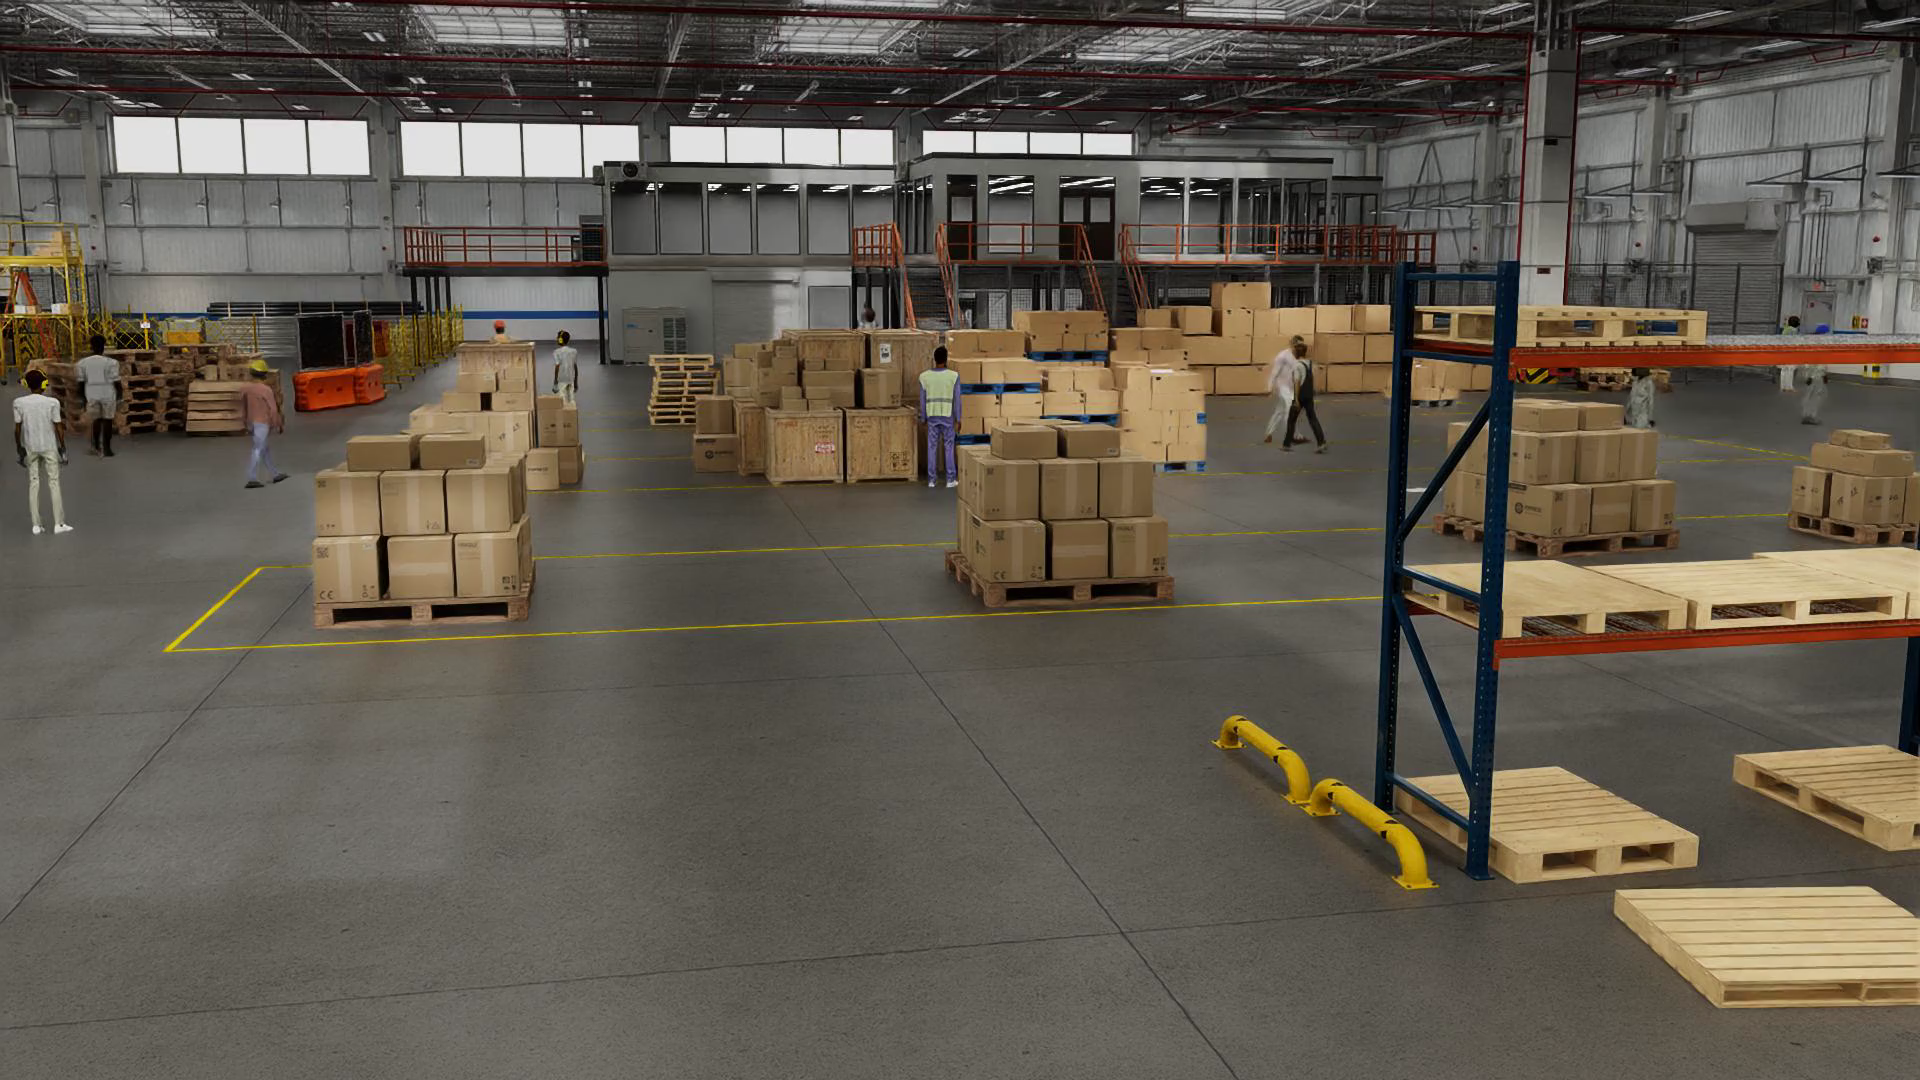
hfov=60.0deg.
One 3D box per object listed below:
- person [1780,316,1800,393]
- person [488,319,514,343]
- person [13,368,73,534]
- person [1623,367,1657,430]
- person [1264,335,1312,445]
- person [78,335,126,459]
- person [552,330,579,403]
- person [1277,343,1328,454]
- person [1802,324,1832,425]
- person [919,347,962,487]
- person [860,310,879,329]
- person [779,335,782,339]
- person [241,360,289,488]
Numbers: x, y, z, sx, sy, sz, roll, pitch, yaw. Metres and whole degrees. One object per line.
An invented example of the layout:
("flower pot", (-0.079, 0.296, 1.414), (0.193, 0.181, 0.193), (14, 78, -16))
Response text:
("person", (19.936, -4.446, 39.886), (0.429, 1.844, 0.625), (1, 9, 4))
("person", (-9.671, -3.700, 35.117), (0.553, 1.922, 0.479), (-5, 10, -27))
("person", (-10.352, -0.993, 18.754), (0.538, 1.869, 0.313), (-2, 10, -11))
("person", (9.735, -1.769, 23.978), (0.848, 1.702, 0.503), (-1, 9, -8))
("person", (5.538, -2.551, 28.287), (0.678, 1.872, 1.011), (-8, 12, -39))
("person", (-13.512, -2.253, 26.215), (0.608, 1.945, 0.519), (-1, 9, -6))
("person", (-7.115, -2.836, 29.971), (0.317, 1.875, 0.532), (8, 12, 41))
("person", (5.589, -2.289, 26.907), (0.521, 1.806, 0.983), (-6, 11, -34))
("person", (16.318, -3.132, 31.616), (0.518, 1.927, 0.622), (6, 11, 34))
("person", (-0.263, -1.675, 22.758), (0.593, 1.920, 0.392), (2, 10, 12))
("person", (-2.502, -5.298, 45.017), (0.603, 1.868, 0.700), (-6, 11, -34))
("person", (-2.874, -2.554, 28.194), (0.999, 1.895, 0.555), (-4, 10, -23))
("person", (-9.525, -1.598, 22.846), (0.542, 1.722, 0.862), (5, 10, 27))
